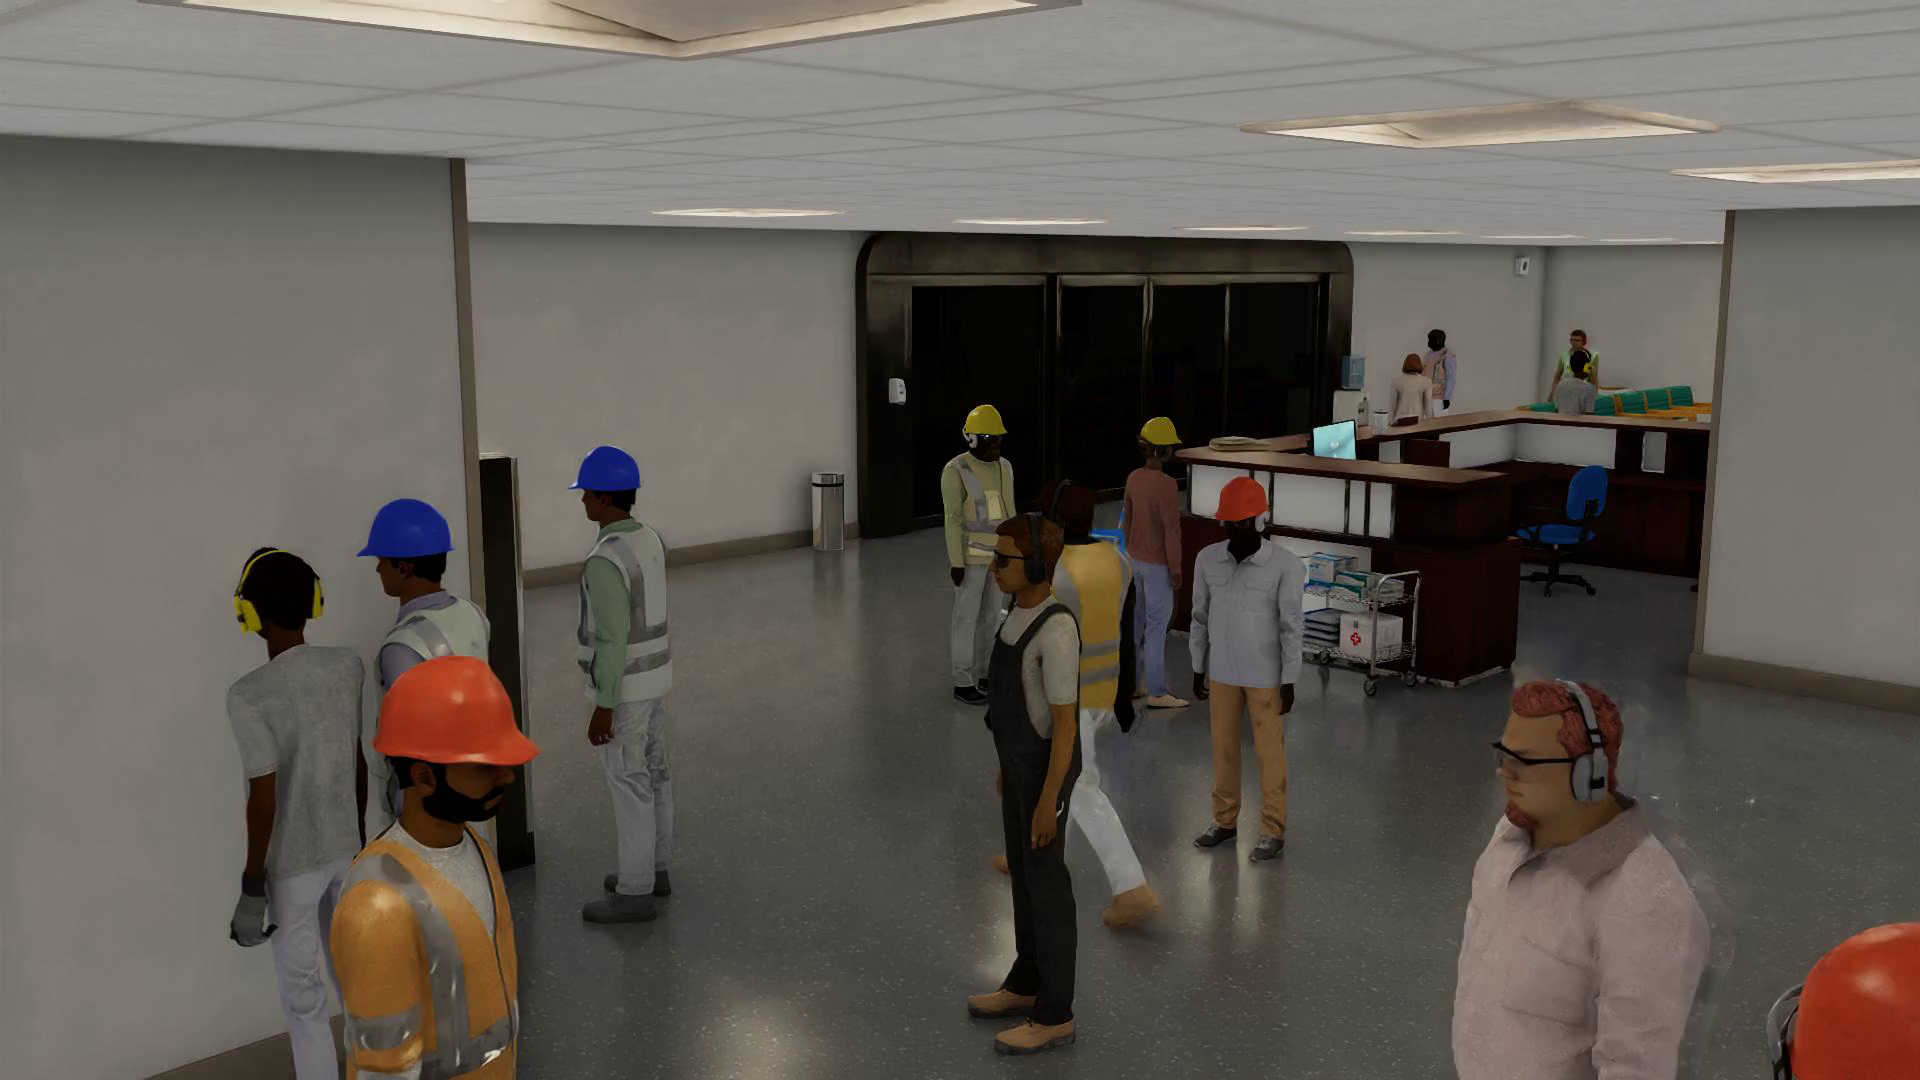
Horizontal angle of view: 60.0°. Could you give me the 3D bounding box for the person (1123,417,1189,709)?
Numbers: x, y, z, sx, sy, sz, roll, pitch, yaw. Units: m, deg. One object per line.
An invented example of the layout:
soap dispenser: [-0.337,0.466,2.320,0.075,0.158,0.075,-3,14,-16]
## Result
person: [1.184,0.135,10.121,0.325,1.769,0.524,-4,10,-25]

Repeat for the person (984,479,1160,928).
person: [0.498,0.651,6.870,0.964,1.808,0.616,8,12,41]

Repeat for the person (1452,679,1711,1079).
person: [1.250,1.192,3.362,0.972,1.867,0.654,-2,10,-13]

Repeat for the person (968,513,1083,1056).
person: [0.238,0.820,5.670,0.344,1.847,0.504,-2,10,-15]

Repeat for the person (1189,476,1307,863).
person: [1.271,0.577,7.493,0.559,1.743,0.359,7,12,37]

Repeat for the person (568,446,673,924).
person: [-1.375,0.587,6.787,0.399,1.949,0.605,1,9,8]

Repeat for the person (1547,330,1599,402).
person: [8.534,-2.024,23.218,0.804,1.804,0.628,-6,11,-34]

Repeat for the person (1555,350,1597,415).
person: [6.108,-0.958,16.560,0.329,1.861,0.506,-5,11,-29]

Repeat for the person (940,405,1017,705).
person: [0.146,0.083,10.235,0.404,1.833,0.587,8,12,39]

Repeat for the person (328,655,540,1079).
person: [-0.993,1.170,3.283,0.387,1.928,0.546,1,9,4]

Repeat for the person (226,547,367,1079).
person: [-1.915,0.947,4.841,0.327,1.865,0.514,3,10,20]

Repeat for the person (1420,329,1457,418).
person: [6.498,-1.960,22.742,0.429,1.841,0.634,-3,10,-17]

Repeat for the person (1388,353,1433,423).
person: [5.500,-1.462,20.327,0.528,1.631,0.325,2,10,14]

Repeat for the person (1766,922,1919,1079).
person: [0.980,1.371,1.841,0.619,1.994,0.381,-6,11,-34]

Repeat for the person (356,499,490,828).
person: [-1.672,0.834,5.273,0.402,1.945,0.614,0,9,3]
